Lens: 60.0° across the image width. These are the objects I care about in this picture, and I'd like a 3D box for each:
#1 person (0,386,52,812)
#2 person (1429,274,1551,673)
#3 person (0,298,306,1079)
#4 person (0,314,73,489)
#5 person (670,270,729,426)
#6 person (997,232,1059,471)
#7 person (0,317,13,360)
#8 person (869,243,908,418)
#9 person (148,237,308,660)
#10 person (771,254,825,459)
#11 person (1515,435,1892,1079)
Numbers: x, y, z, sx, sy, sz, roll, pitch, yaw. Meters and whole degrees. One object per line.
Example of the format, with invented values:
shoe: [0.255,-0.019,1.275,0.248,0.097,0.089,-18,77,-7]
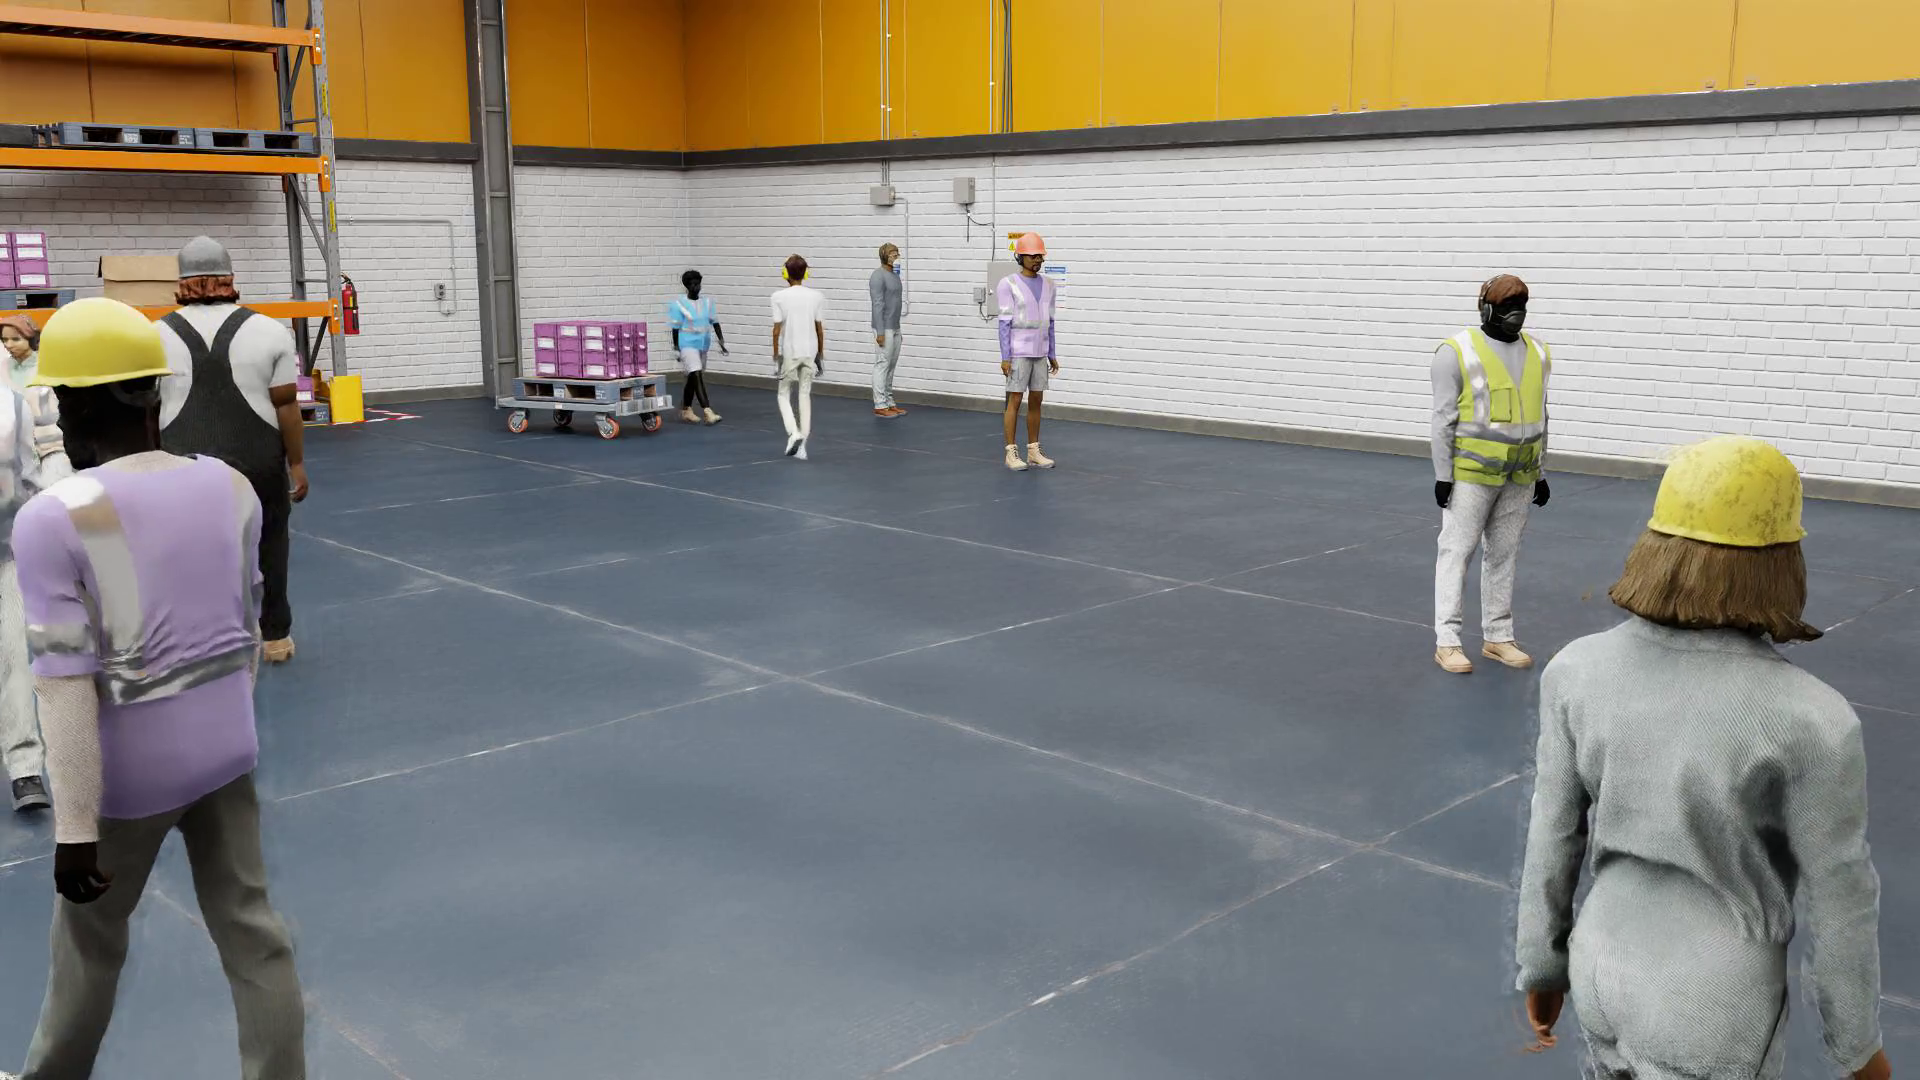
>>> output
person: [-3.487,0.077,5.789,0.616,1.791,0.882,-7,13,-34]
person: [2.483,-0.305,7.751,0.620,1.845,0.430,-3,11,-17]
person: [-1.780,0.446,3.515,0.926,1.884,0.614,4,11,23]
person: [-5.252,-0.511,9.599,0.542,1.592,0.907,1,10,6]
person: [-2.757,-2.033,17.683,0.870,1.640,0.541,9,14,39]
person: [0.607,-1.623,14.390,0.608,2.044,0.377,-8,13,-36]
person: [-5.737,-0.720,9.949,0.639,1.856,0.633,-2,11,-10]
person: [-0.801,-2.337,18.566,0.367,1.939,0.635,3,11,17]
person: [-3.392,-0.393,7.685,0.709,2.000,0.782,-3,11,-17]
person: [-1.453,-1.643,15.034,0.521,1.846,0.429,-4,11,-19]
person: [1.159,0.698,2.581,0.519,1.729,0.491,-6,12,-30]
